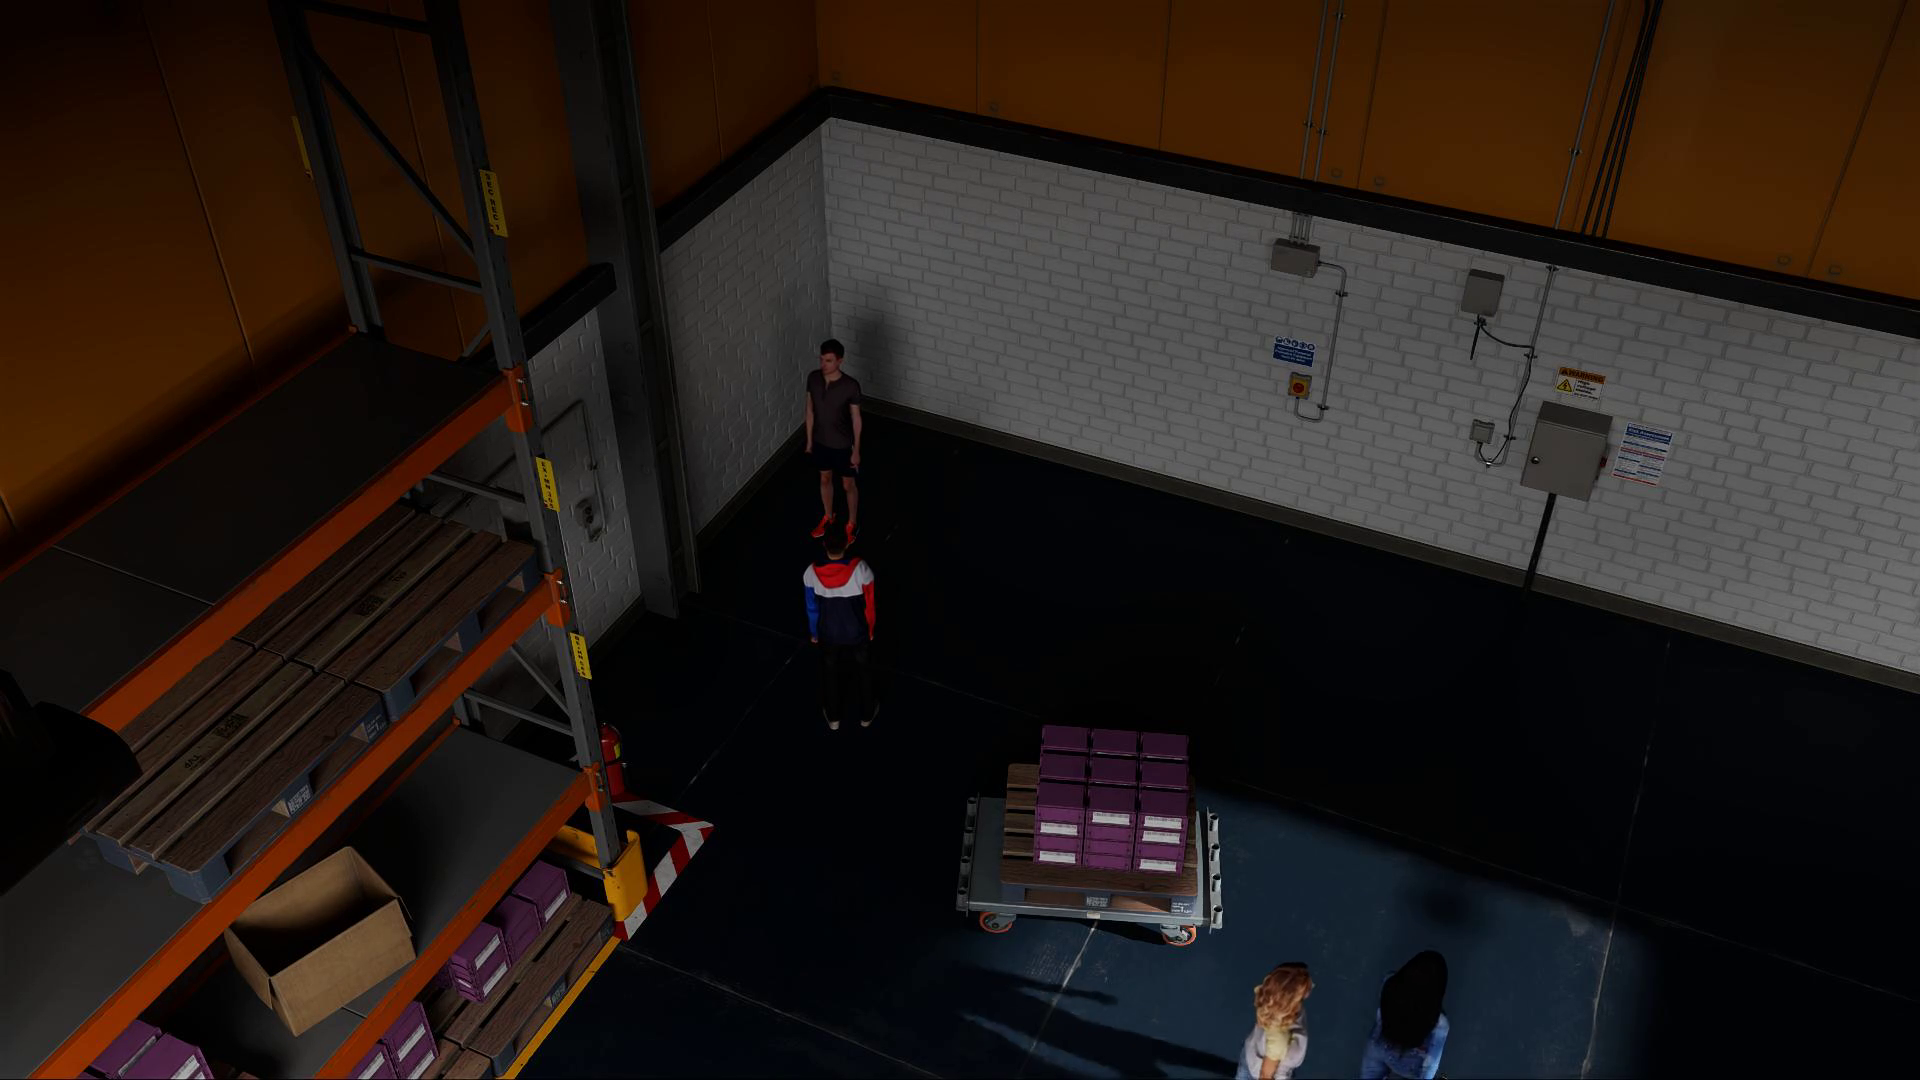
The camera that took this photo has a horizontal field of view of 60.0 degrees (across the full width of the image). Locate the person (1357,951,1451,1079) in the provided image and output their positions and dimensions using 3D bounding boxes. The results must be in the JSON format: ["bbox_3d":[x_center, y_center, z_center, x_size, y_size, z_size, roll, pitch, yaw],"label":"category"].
[{"bbox_3d":[2.261,2.814,8.829,1.238,1.672,0.927,-31,48,-32],"label":"person"}]

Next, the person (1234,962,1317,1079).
[{"bbox_3d":[1.539,2.805,8.822,0.949,1.695,0.986,-2,39,-3],"label":"person"}]

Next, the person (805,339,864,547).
[{"bbox_3d":[-0.988,-0.788,13.195,0.639,1.853,0.522,17,42,20],"label":"person"}]

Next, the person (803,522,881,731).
[{"bbox_3d":[-0.814,0.608,11.524,0.714,1.756,0.698,0,39,0],"label":"person"}]
